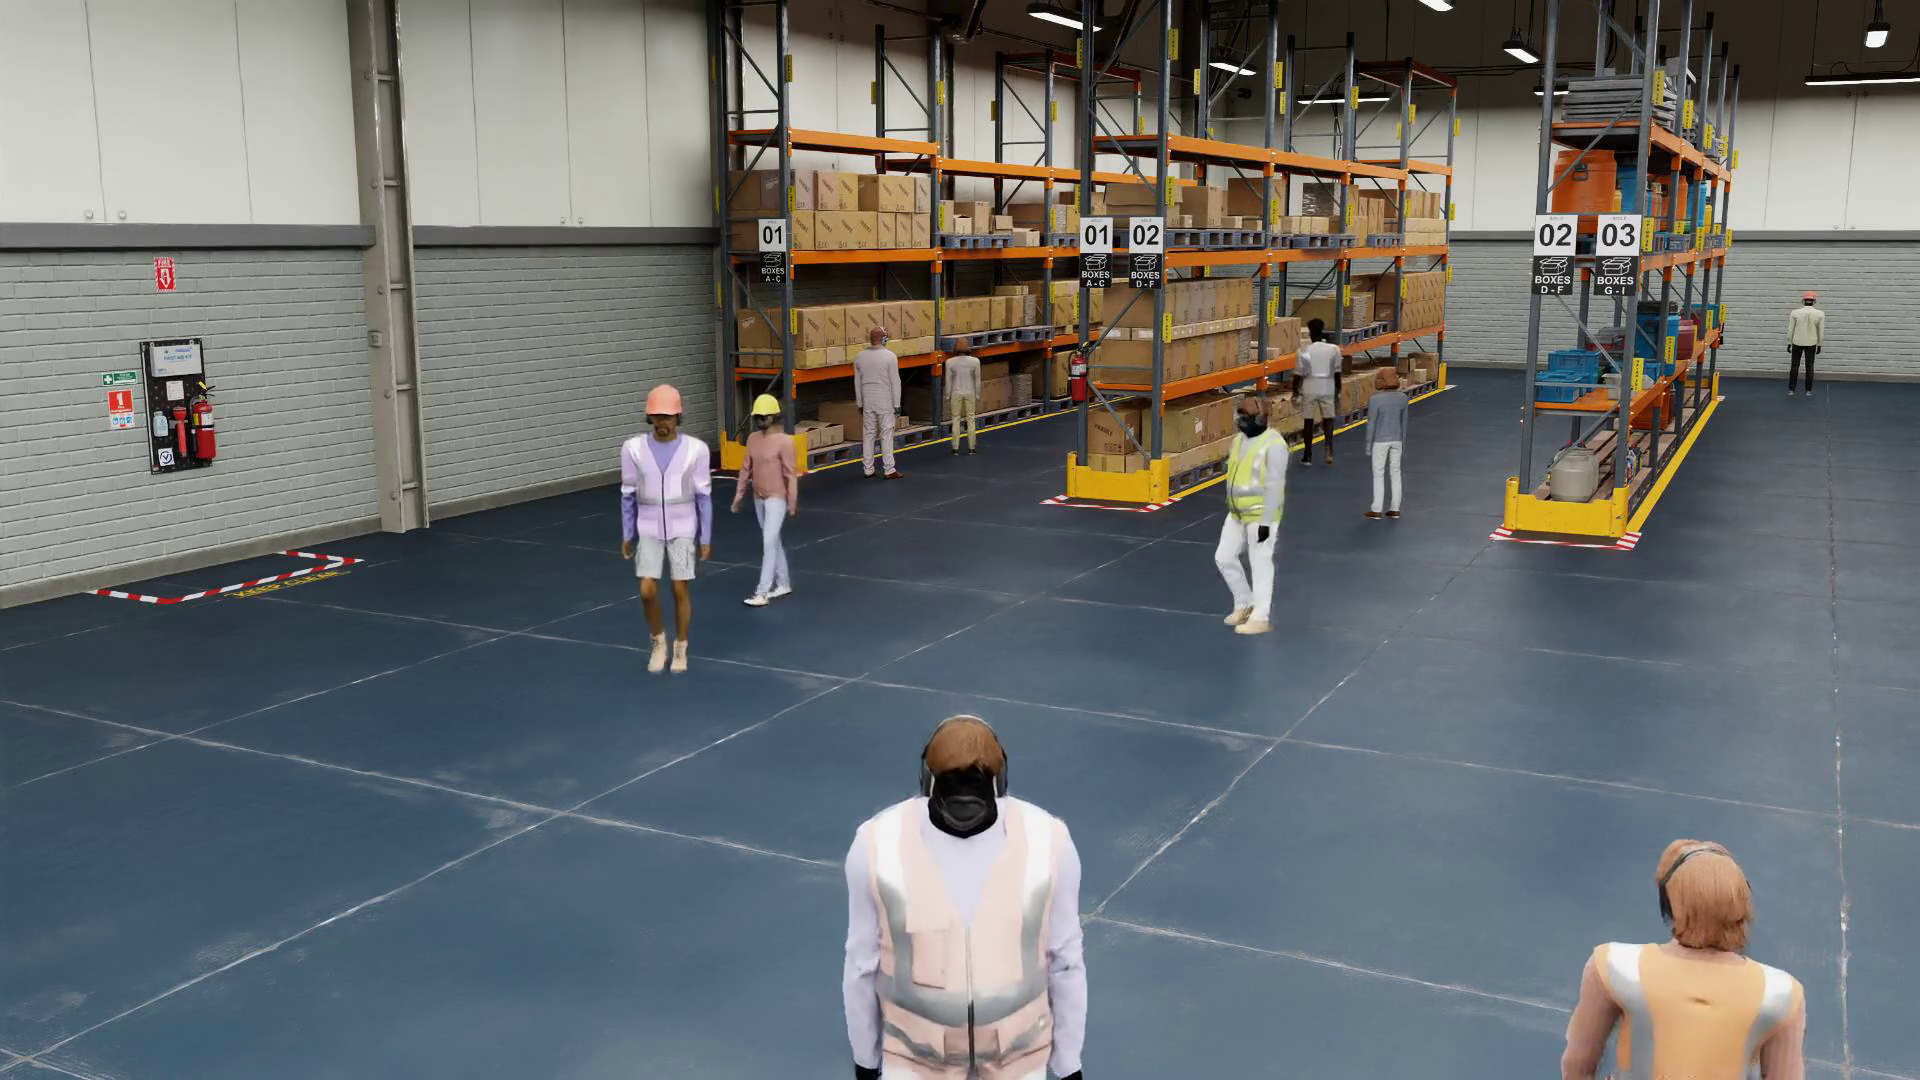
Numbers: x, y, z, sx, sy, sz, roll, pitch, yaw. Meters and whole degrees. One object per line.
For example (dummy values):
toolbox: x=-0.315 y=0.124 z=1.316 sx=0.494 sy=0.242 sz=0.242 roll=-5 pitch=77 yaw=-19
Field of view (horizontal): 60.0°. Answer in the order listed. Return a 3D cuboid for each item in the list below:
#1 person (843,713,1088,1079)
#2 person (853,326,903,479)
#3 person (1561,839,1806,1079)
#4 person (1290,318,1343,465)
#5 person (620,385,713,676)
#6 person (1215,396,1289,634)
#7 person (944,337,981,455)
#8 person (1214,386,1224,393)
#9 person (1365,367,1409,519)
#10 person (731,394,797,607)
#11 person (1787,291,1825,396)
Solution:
person: x=0.016 y=1.334 z=4.389 sx=0.637 sy=1.825 sz=0.461 roll=-1 pitch=10 yaw=-4
person: x=-0.999 y=-1.711 z=20.780 sx=0.637 sy=1.911 sz=0.406 roll=6 pitch=12 yaw=28
person: x=1.766 y=1.500 z=4.142 sx=0.517 sy=1.589 sz=0.844 roll=2 pitch=11 yaw=10
person: x=4.706 y=-1.949 z=21.933 sx=0.669 sy=1.953 sz=0.427 roll=0 pitch=10 yaw=0
person: x=-2.021 y=-0.053 z=11.422 sx=0.653 sy=2.021 sz=0.553 roll=-1 pitch=10 yaw=-4
person: x=2.227 y=-0.179 z=12.669 sx=0.453 sy=1.829 sz=0.628 roll=-5 pitch=12 yaw=-26
person: x=0.035 y=-1.993 z=23.084 sx=0.531 sy=1.632 sz=0.276 roll=-2 pitch=11 yaw=-11
person: x=3.850 y=-2.537 z=25.354 sx=0.575 sy=1.882 sz=0.355 roll=5 pitch=12 yaw=27
person: x=4.583 y=-1.037 z=17.863 sx=0.504 sy=1.629 sz=0.278 roll=-4 pitch=11 yaw=-20
person: x=-1.615 y=-0.334 z=13.753 sx=0.536 sy=1.748 sz=0.611 roll=9 pitch=14 yaw=41
person: x=16.054 y=-3.735 z=31.602 sx=0.613 sy=1.989 sz=0.401 roll=4 pitch=11 yaw=22
